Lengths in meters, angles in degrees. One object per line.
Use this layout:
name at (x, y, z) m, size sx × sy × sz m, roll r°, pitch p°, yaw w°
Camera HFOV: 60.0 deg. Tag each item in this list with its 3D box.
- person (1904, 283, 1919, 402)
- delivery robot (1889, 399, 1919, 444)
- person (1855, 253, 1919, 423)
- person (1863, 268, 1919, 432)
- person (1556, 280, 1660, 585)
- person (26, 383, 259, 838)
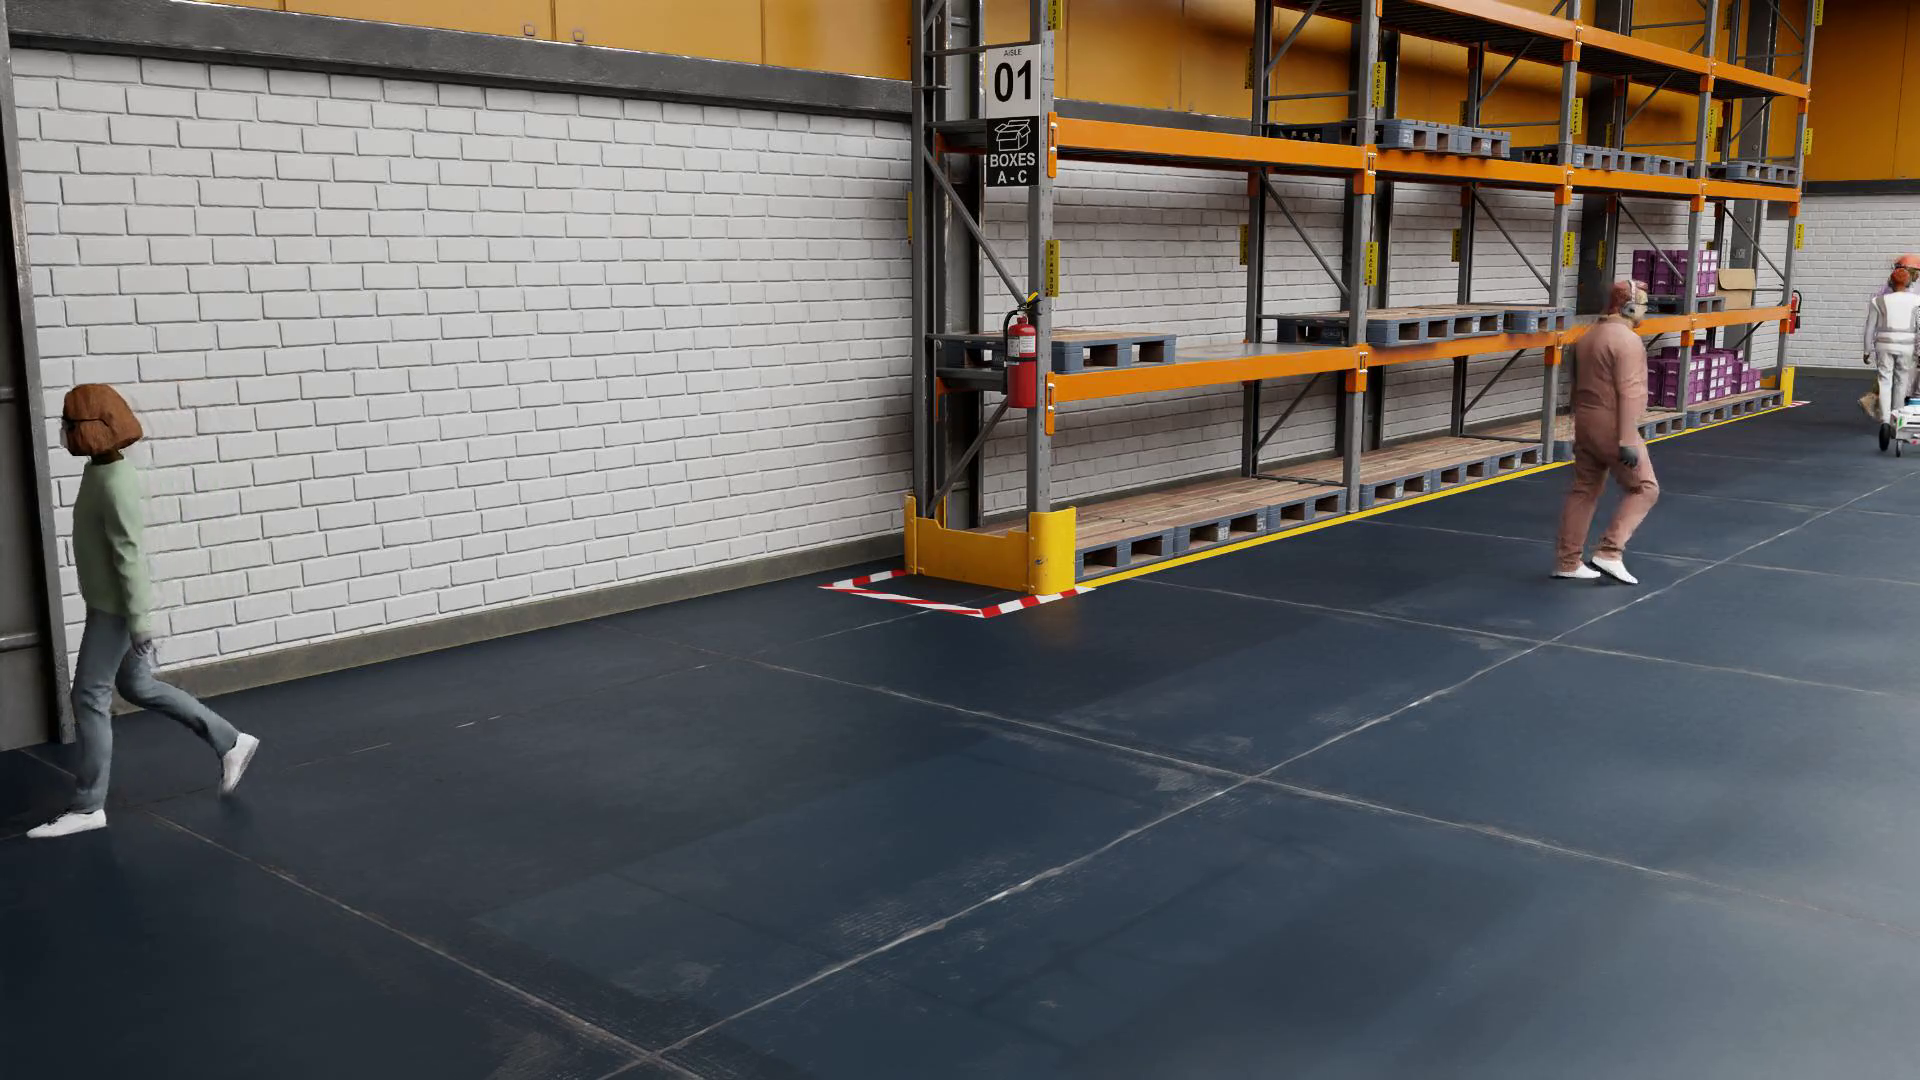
person at (12.877, -2.732, 22.089) m, size 0.644 × 1.882 × 0.589 m, roll 9°, pitch 13°, yaw 41°
delivery robot at (9.593, -1.178, 16.752) m, size 0.477 × 0.478 × 0.707 m, roll 4°, pitch 11°, yaw 23°
person at (10.945, -2.352, 19.545) m, size 0.617 × 2.018 × 0.626 m, roll 1°, pitch 10°, yaw 3°
person at (10.539, -2.136, 18.796) m, size 0.599 × 1.838 × 0.971 m, roll 4°, pitch 11°, yaw 23°
person at (4.007, -0.646, 10.237) m, size 0.552 × 1.882 × 0.685 m, roll -1°, pitch 10°, yaw -5°
person at (-2.979, 0.233, 5.986) m, size 0.740 × 1.611 × 0.504 m, roll -6°, pitch 11°, yaw -29°
